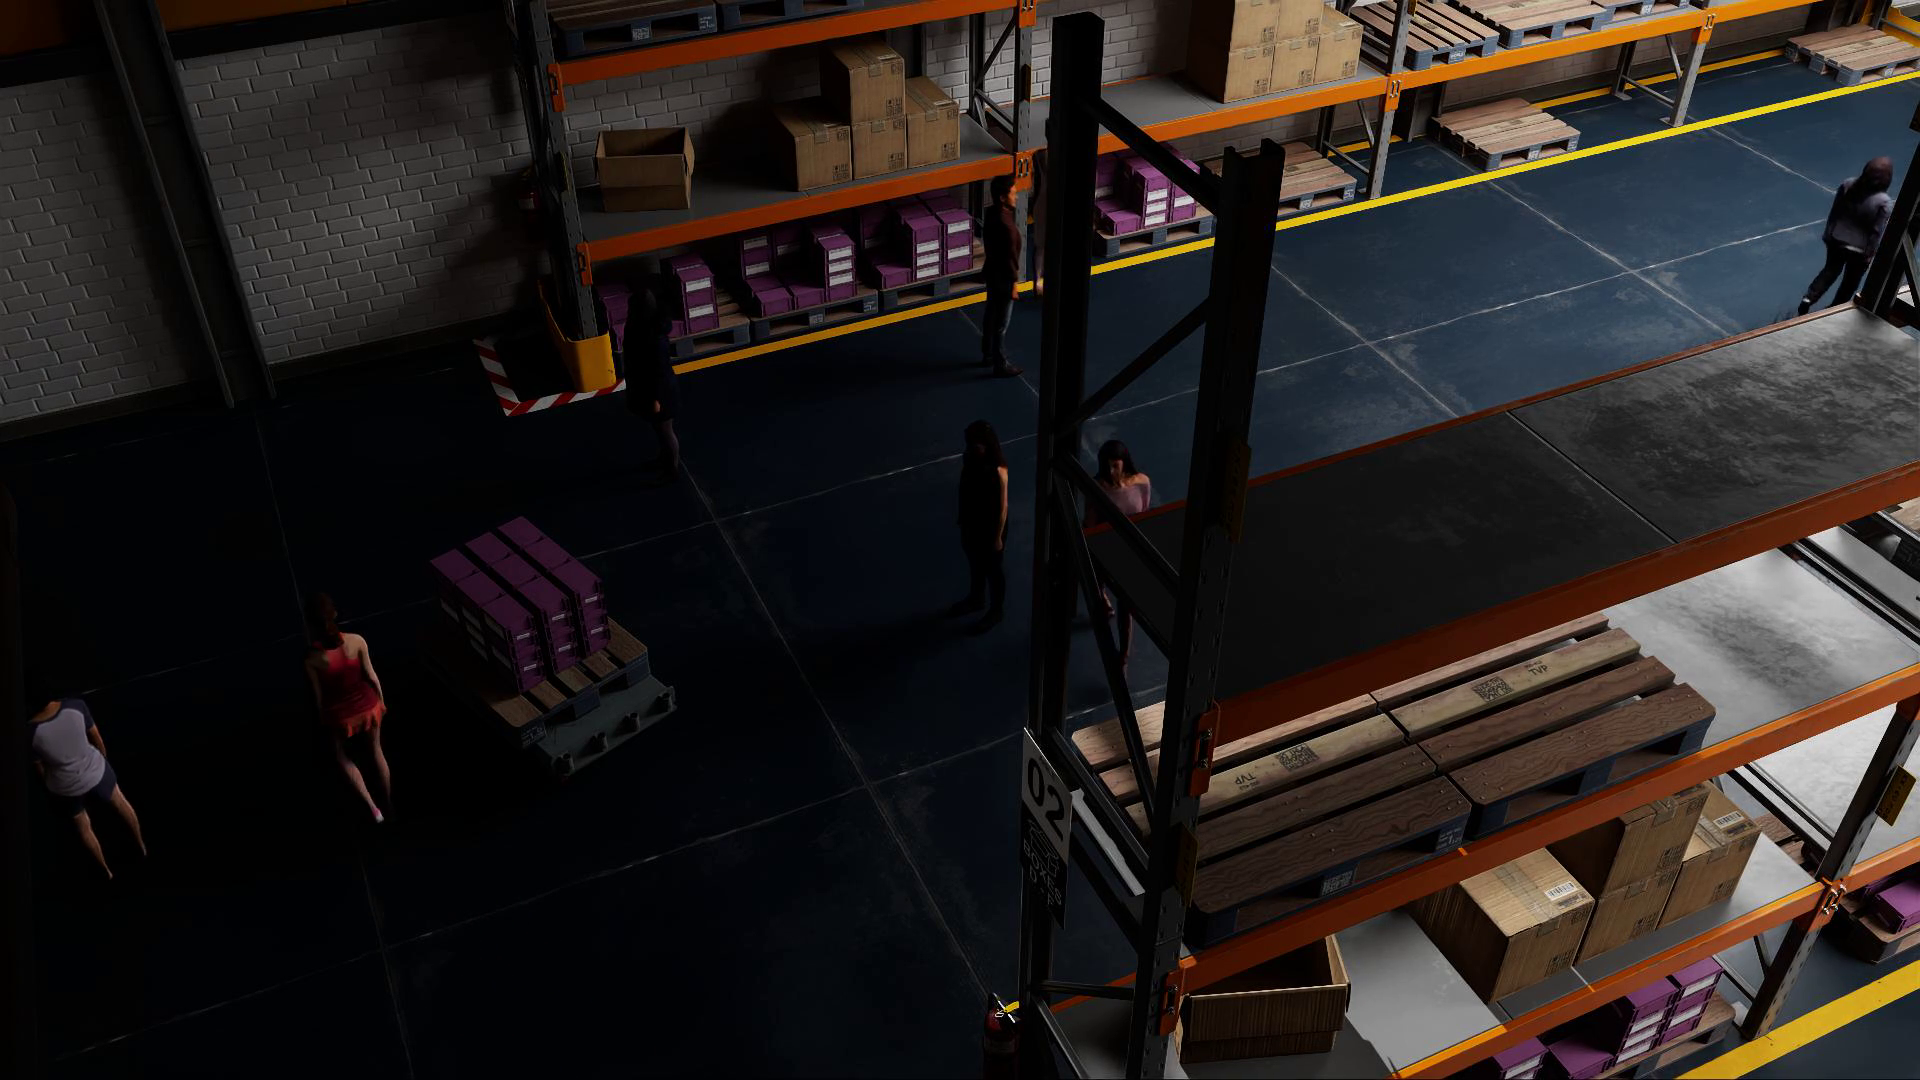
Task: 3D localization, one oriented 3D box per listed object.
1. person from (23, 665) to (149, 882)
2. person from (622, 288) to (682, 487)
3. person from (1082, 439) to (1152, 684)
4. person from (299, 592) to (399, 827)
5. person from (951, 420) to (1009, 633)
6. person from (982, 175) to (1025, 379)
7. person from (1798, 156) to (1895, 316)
[{"bbox_3d":[-5.057,1.336,9.522,0.704,1.563,0.594,27,46,30],"label":"person"},{"bbox_3d":[-2.306,-1.165,12.565,0.662,1.674,0.679,-13,40,-16],"label":"person"},{"bbox_3d":[0.983,0.029,11.008,1.130,1.752,0.903,-7,39,-9],"label":"person"},{"bbox_3d":[-3.543,1.064,9.719,0.661,1.742,0.689,-25,45,-27],"label":"person"},{"bbox_3d":[0.161,-0.114,11.239,0.601,1.685,0.635,-26,45,-29],"label":"person"},{"bbox_3d":[0.320,-2.179,13.750,0.520,1.778,0.647,-14,41,-17],"label":"person"},{"bbox_3d":[7.687,-2.571,14.399,0.819,1.582,0.697,-20,43,-23],"label":"person"}]
